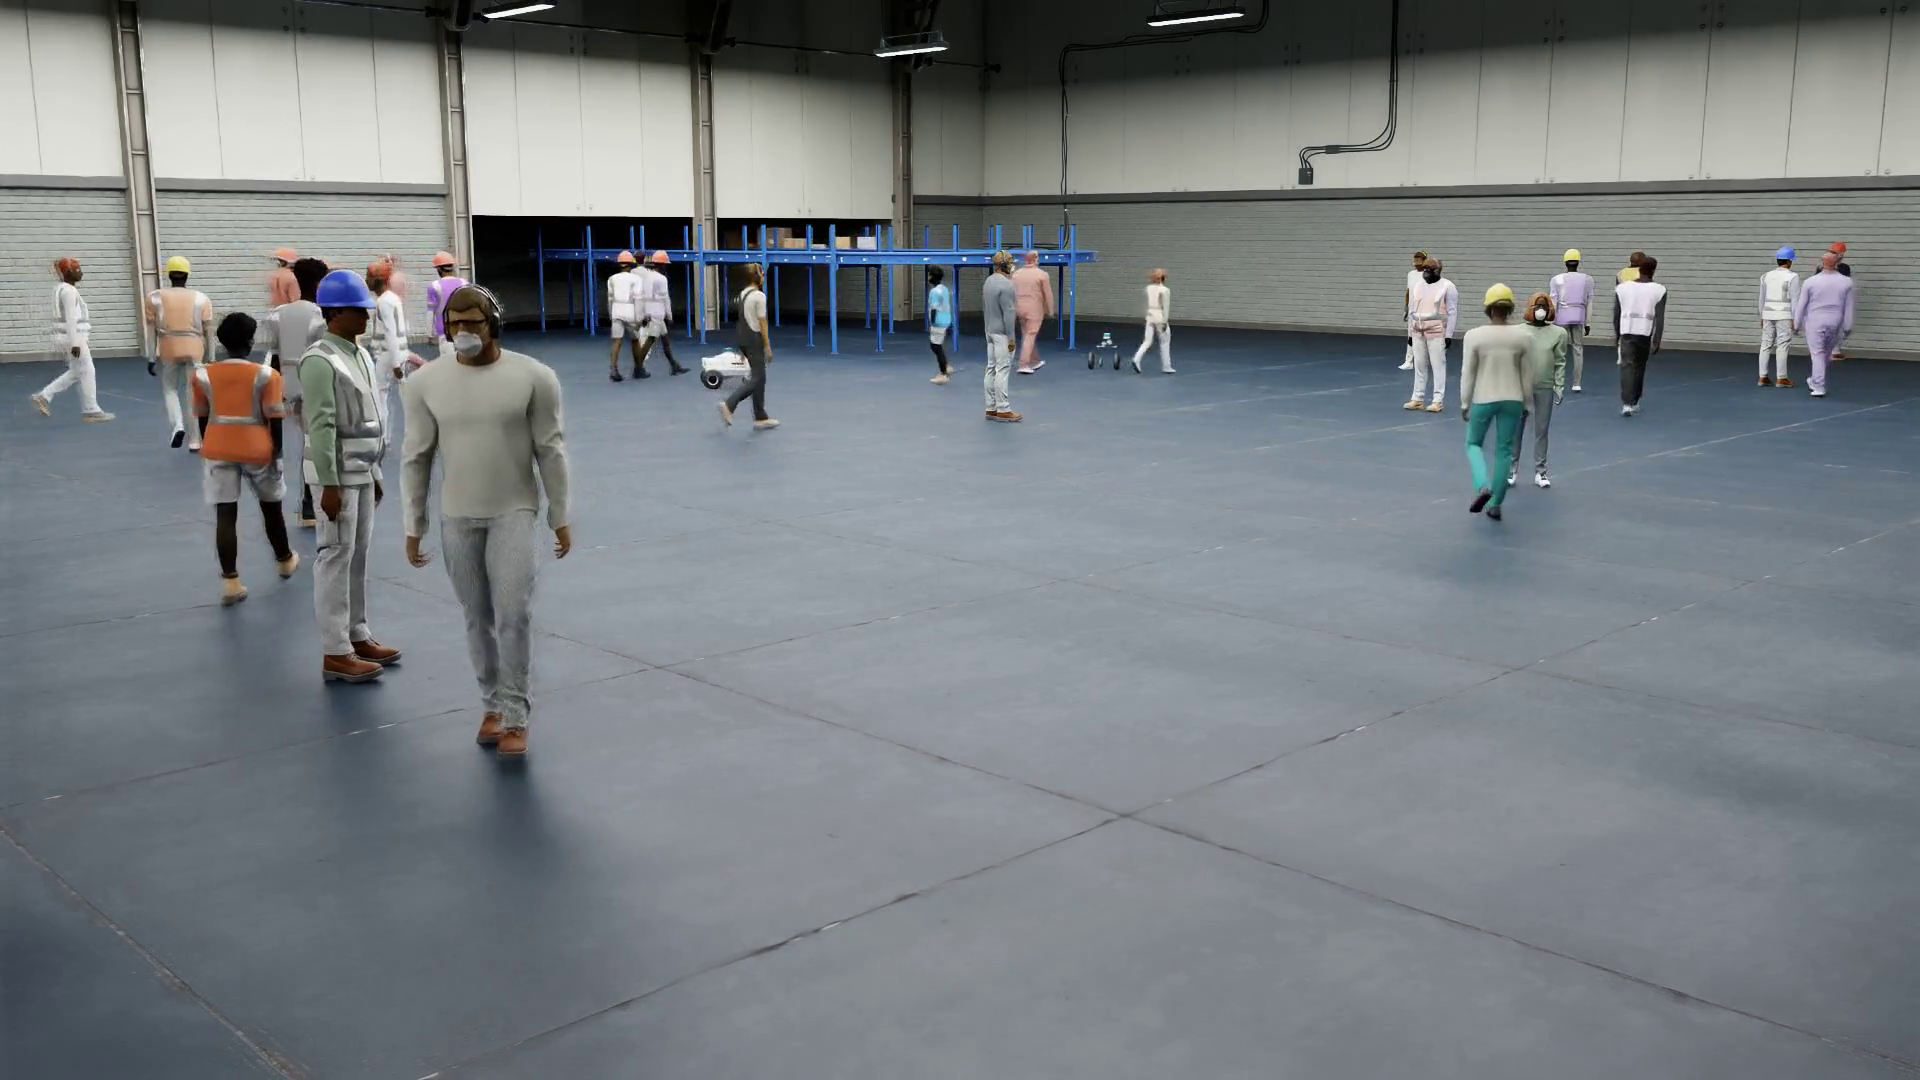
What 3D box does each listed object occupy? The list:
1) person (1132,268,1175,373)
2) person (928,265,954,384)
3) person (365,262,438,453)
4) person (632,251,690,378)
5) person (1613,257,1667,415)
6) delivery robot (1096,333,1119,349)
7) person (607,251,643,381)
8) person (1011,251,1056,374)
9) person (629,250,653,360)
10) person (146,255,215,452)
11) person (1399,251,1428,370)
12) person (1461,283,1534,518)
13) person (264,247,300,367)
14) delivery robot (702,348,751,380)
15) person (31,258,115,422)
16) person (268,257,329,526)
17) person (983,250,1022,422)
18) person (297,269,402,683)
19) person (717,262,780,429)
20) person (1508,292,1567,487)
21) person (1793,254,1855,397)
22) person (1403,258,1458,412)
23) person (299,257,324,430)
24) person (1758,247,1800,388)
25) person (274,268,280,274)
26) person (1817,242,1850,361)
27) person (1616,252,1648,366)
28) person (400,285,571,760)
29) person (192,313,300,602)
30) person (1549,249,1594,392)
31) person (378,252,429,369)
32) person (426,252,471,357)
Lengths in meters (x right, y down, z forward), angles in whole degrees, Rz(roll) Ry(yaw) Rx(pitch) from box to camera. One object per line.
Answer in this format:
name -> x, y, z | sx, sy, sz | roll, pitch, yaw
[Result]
person -> 2.986, -3.351, 25.448 | 0.742, 1.614, 0.513 | -9, 14, -41
person -> -0.315, -3.078, 23.768 | 0.371, 1.680, 0.548 | 3, 11, 16
person -> -5.500, -1.783, 16.273 | 0.827, 1.857, 0.585 | -1, 10, -8
person -> -4.533, -3.386, 24.948 | 1.018, 1.877, 0.546 | -7, 13, -35
person -> 8.071, -2.429, 19.813 | 0.588, 1.868, 1.029 | 4, 11, 23
delivery robot -> 2.352, -3.199, 26.677 | 0.335, 0.223, 0.698 | 3, 11, 14
person -> -4.922, -3.285, 24.371 | 0.555, 1.893, 1.008 | 2, 11, 12
person -> 1.161, -3.511, 25.651 | 0.642, 1.860, 0.974 | 8, 13, 36
person -> -5.530, -4.032, 28.564 | 0.512, 1.848, 0.571 | -9, 14, -42
person -> -7.627, -1.819, 16.294 | 0.627, 1.908, 0.424 | -5, 11, -25
person -> 7.213, -3.609, 26.192 | 0.327, 1.865, 0.518 | -10, 15, -44
person -> 4.012, -1.035, 12.454 | 0.537, 1.752, 0.381 | 1, 10, 6
person -> -9.251, -3.046, 22.922 | 0.623, 1.947, 1.024 | 7, 12, 32
delivery robot -> -3.251, -2.451, 23.306 | 0.707, 0.478, 0.477 | -2, 11, -12
person -> -10.146, -2.270, 18.903 | 0.752, 1.863, 0.583 | -6, 12, -31
person -> -4.718, -1.105, 12.301 | 0.647, 1.940, 0.712 | 4, 11, 21
person -> 0.473, -2.340, 19.069 | 0.372, 1.940, 0.629 | -5, 11, -24
person -> -2.942, -0.317, 8.009 | 0.405, 1.948, 0.605 | 0, 10, 0
person -> -2.315, -2.102, 18.096 | 0.716, 1.823, 0.525 | -6, 12, -30
person -> 4.858, -1.275, 14.085 | 0.500, 1.636, 0.286 | 2, 11, 11
person -> 11.410, -2.856, 22.079 | 0.673, 1.855, 0.960 | 1, 10, 6
person -> 5.672, -2.479, 20.094 | 0.429, 1.839, 0.633 | -8, 13, -38
person -> -6.647, -1.993, 17.346 | 0.554, 1.866, 1.038 | 3, 11, 18
person -> 11.482, -3.123, 23.311 | 0.388, 1.949, 0.602 | -5, 12, -27
person -> -9.653, -3.072, 23.871 | 0.312, 1.642, 0.512 | -1, 10, -3
person -> 14.872, -4.069, 28.335 | 0.379, 1.996, 0.609 | -6, 12, -29
person -> 11.031, -3.783, 27.201 | 0.429, 1.843, 0.633 | -6, 12, -29
person -> -1.934, -0.058, 6.707 | 0.657, 1.906, 0.798 | -1, 10, -4
person -> -4.230, -0.510, 9.859 | 0.538, 1.656, 0.848 | -2, 11, -9
person -> 8.243, -2.965, 22.514 | 0.591, 1.923, 0.381 | 0, 10, 0
person -> -7.889, -3.094, 23.335 | 0.685, 1.879, 0.657 | -6, 12, -30
person -> -6.341, -2.601, 20.598 | 0.555, 1.894, 0.932 | -7, 13, -34
